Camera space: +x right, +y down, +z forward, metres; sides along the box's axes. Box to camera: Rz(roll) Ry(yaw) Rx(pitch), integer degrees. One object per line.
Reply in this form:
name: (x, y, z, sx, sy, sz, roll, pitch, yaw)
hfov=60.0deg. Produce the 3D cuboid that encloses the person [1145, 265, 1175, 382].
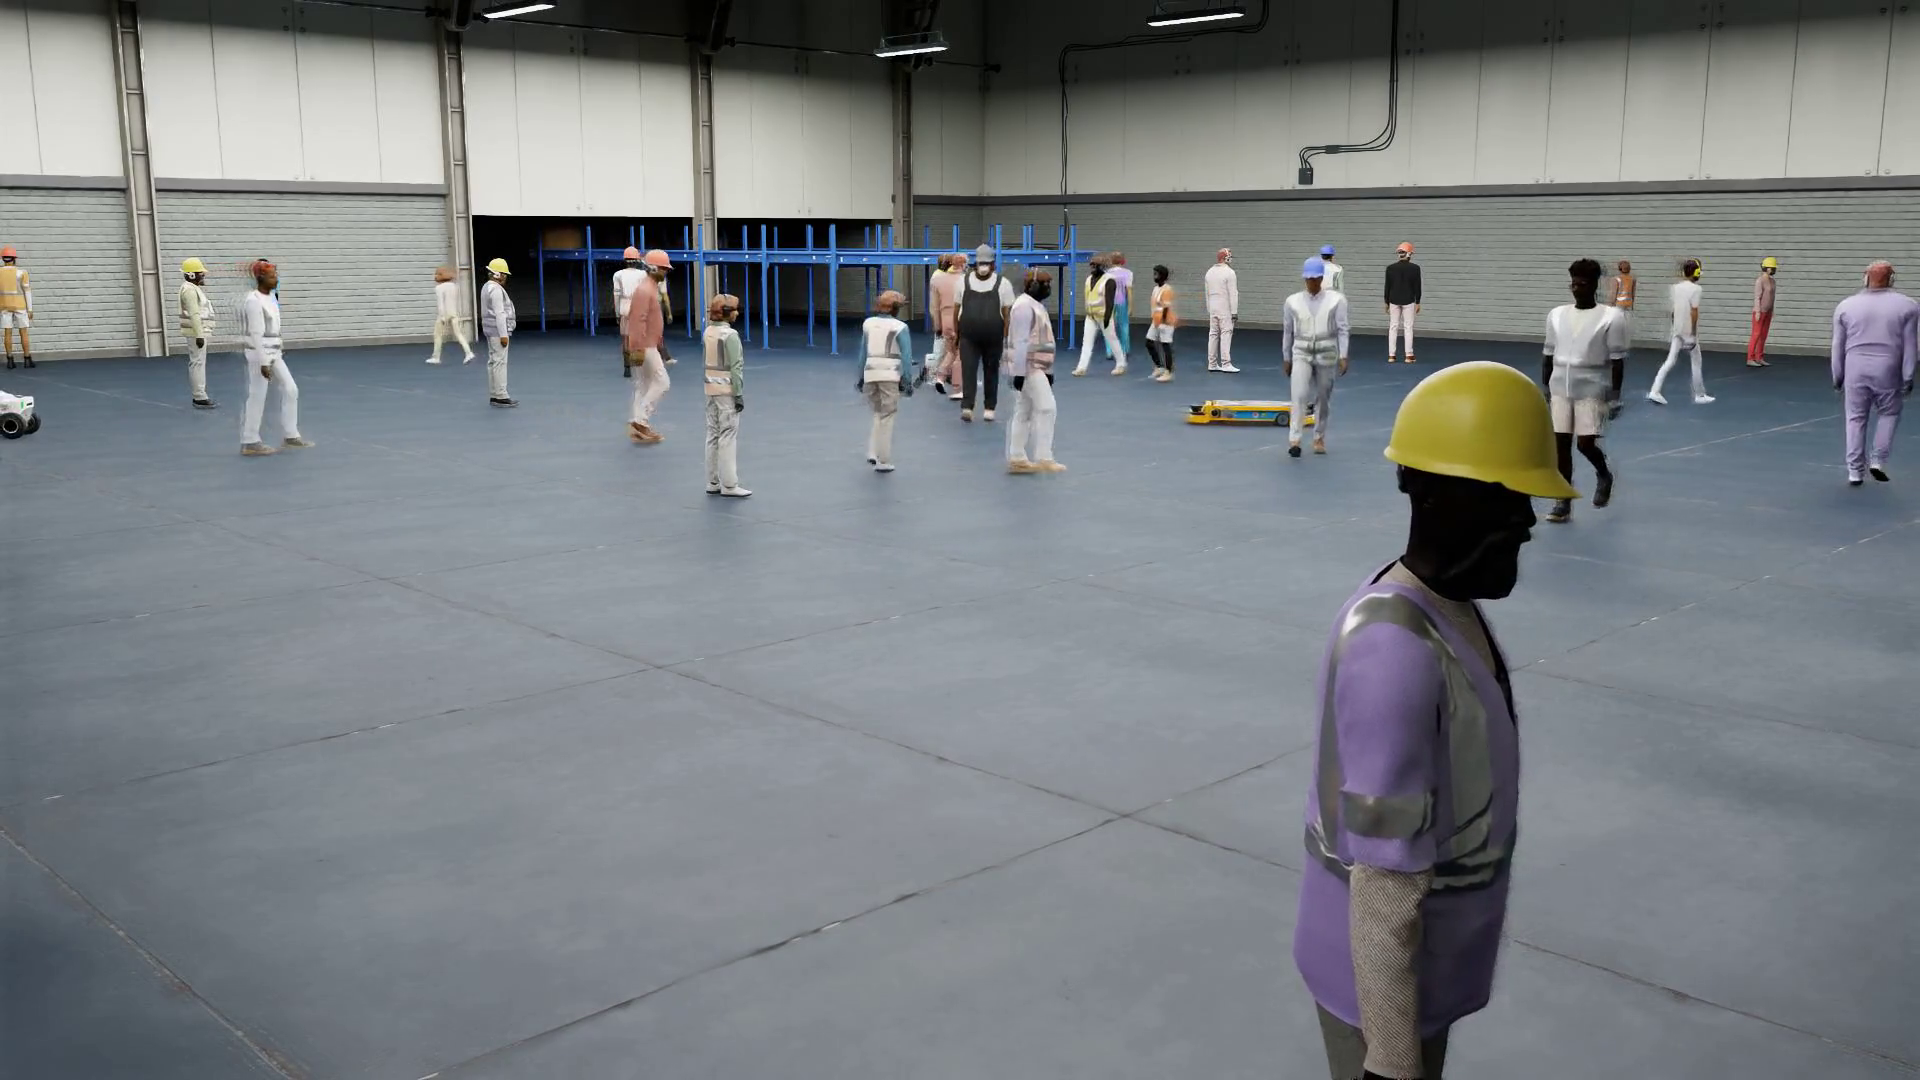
person: (2.894, -3.122, 24.015, 0.432, 1.682, 0.538, -3, 11, -18)

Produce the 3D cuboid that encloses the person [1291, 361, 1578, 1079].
person: (0.732, 0.677, 2.655, 0.384, 1.924, 0.589, 4, 11, 21)

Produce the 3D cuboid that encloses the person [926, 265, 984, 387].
person: (-0.092, -2.971, 23.172, 0.911, 1.696, 0.497, 4, 11, 19)

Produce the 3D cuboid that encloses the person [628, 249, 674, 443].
person: (-3.149, -1.967, 16.962, 0.510, 1.964, 0.606, -2, 11, -9)

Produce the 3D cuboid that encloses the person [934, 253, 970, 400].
person: (-0.015, -2.755, 21.496, 0.658, 1.885, 0.431, 9, 14, 40)

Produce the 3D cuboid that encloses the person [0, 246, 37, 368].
person: (-15.165, -3.730, 26.655, 0.552, 1.932, 0.377, -3, 11, -15)

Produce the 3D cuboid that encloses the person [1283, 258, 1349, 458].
person: (3.395, -1.740, 15.926, 0.622, 1.890, 1.017, 3, 11, 14)

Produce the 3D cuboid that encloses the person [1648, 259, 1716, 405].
person: (9.088, -2.612, 20.896, 0.988, 1.825, 0.542, -4, 11, -20)

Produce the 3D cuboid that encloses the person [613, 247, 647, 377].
person: (-4.914, -3.426, 24.989, 0.543, 1.939, 0.360, 0, 10, -3)

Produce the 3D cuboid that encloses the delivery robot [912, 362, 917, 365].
delivery robot: (-0.866, -2.534, 23.052, 0.335, 0.223, 0.698, 6, 12, 30)

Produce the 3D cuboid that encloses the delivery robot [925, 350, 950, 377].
delivery robot: (-0.210, -2.617, 24.213, 0.477, 0.478, 0.707, 5, 12, 27)

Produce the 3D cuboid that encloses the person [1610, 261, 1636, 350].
person: (12.236, -4.330, 30.728, 0.514, 1.642, 0.310, -3, 11, -18)

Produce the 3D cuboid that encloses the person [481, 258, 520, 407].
person: (-5.727, -2.578, 20.680, 0.403, 1.823, 0.587, -6, 12, -30)

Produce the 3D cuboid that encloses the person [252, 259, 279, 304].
person: (-12.247, -4.109, 29.369, 0.320, 1.697, 0.531, 6, 12, 28)

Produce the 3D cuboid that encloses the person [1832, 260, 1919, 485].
person: (7.747, -1.413, 14.106, 0.657, 1.892, 0.485, 7, 13, 35)

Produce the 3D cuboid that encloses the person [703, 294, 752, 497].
person: (-1.917, -1.173, 13.526, 0.311, 1.636, 0.521, -8, 13, -36)

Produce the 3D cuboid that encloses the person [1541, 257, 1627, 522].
person: (4.636, -1.120, 12.385, 0.577, 1.949, 0.613, -9, 14, -41)

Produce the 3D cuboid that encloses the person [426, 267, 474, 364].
person: (-8.454, -3.719, 27.520, 0.838, 1.595, 0.499, 5, 11, 23)

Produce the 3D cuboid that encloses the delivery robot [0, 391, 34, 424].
delivery robot: (-10.221, -1.405, 17.591, 0.707, 0.478, 0.477, -1, 10, -10)

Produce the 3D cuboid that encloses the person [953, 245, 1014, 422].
person: (0.257, -2.323, 18.810, 0.700, 2.000, 0.982, 1, 10, 5)

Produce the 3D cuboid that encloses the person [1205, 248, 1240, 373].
person: (4.091, -3.561, 25.816, 0.410, 1.908, 0.643, -7, 12, -33)

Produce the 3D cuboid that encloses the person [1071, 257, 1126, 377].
person: (2.150, -3.385, 25.196, 0.989, 1.796, 0.637, -8, 13, -39)

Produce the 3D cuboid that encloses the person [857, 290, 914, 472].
person: (-0.671, -1.425, 14.938, 0.551, 1.614, 0.438, 8, 13, 35)

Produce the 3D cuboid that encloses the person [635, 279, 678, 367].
person: (-4.915, -3.666, 26.713, 0.527, 1.802, 0.988, 7, 13, 34)

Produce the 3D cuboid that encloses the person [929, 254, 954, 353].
person: (-0.237, -3.409, 25.200, 0.429, 1.835, 0.619, 2, 11, 13)

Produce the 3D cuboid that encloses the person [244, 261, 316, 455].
person: (-6.641, -1.762, 16.129, 0.781, 1.853, 0.607, -1, 10, -3)

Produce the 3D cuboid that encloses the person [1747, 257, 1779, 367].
person: (13.019, -3.686, 26.906, 0.517, 1.757, 0.336, -8, 13, -39)

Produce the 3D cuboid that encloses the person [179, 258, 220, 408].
person: (-9.411, -2.559, 20.547, 0.404, 1.833, 0.589, -6, 12, -28)

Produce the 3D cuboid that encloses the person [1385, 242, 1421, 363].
person: (7.426, -3.980, 27.879, 0.608, 1.987, 0.391, 6, 12, 30)

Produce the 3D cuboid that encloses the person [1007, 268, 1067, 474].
person: (0.741, -1.495, 14.771, 0.691, 1.817, 0.667, 2, 11, 11)

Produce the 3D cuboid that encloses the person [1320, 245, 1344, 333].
person: (6.303, -4.107, 28.682, 0.608, 1.943, 0.402, 3, 11, 16)

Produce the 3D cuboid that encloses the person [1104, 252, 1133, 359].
person: (2.725, -4.026, 28.604, 0.588, 1.811, 0.921, 4, 11, 23)

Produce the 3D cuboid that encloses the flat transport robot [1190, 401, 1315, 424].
flat transport robot: (3.342, -1.460, 18.936, 1.431, 0.197, 0.652, 2, 10, 8)
